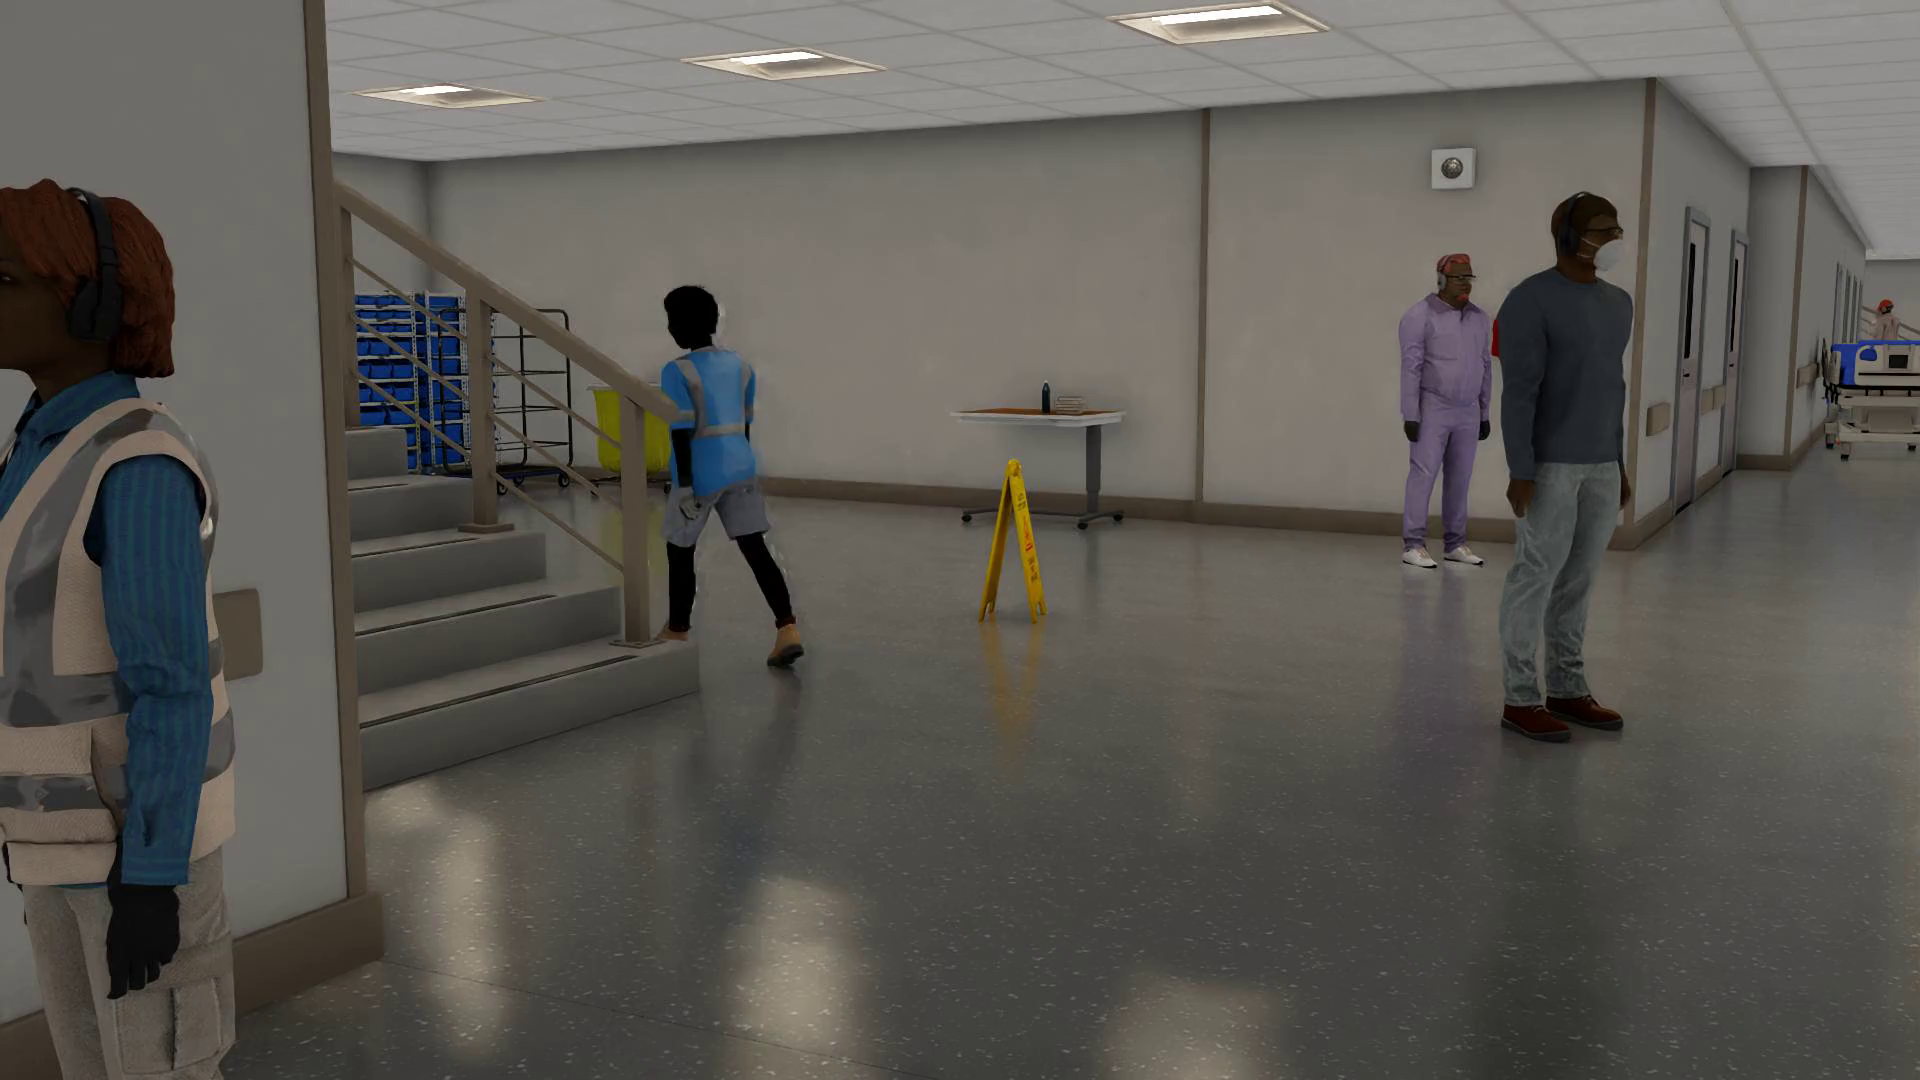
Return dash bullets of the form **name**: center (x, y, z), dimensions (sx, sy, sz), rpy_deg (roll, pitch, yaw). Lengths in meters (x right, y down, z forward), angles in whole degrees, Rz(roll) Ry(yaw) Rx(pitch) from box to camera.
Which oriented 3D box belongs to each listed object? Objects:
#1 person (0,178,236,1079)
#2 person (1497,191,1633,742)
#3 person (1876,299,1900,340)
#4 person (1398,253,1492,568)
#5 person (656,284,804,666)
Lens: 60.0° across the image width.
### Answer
- **person**: center (-1.076, 0.386, 2.098), dimensions (0.514, 1.645, 0.307), rpy_deg (7, 10, 44)
- **person**: center (2.177, -0.261, 5.954), dimensions (0.636, 1.938, 0.362), rpy_deg (-5, 9, -33)
- **person**: center (19.460, -4.061, 34.995), dimensions (0.609, 1.991, 0.384), rpy_deg (-3, 8, -24)
- **person**: center (2.964, -0.778, 10.095), dimensions (0.648, 1.899, 0.399), rpy_deg (-3, 8, -23)
- **person**: center (-1.035, -0.271, 7.147), dimensions (0.900, 1.652, 0.530), rpy_deg (7, 10, 42)
